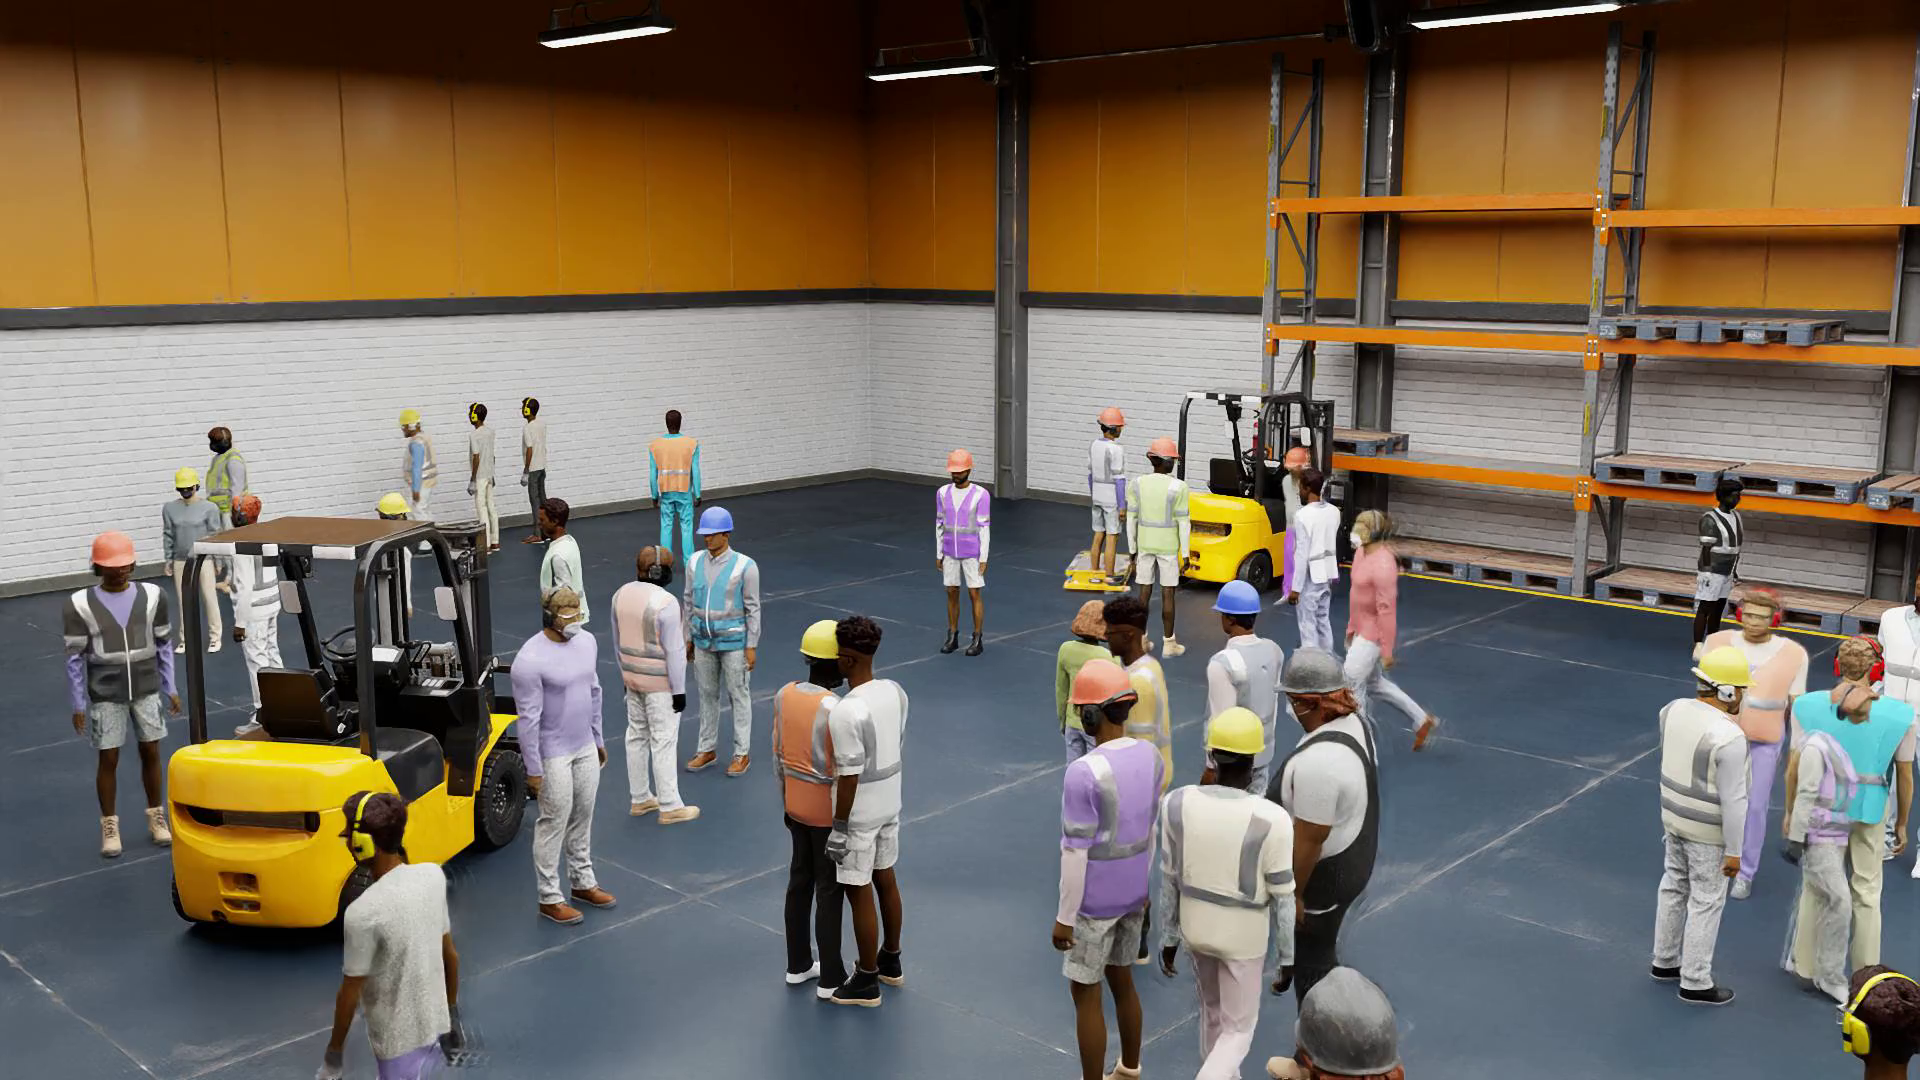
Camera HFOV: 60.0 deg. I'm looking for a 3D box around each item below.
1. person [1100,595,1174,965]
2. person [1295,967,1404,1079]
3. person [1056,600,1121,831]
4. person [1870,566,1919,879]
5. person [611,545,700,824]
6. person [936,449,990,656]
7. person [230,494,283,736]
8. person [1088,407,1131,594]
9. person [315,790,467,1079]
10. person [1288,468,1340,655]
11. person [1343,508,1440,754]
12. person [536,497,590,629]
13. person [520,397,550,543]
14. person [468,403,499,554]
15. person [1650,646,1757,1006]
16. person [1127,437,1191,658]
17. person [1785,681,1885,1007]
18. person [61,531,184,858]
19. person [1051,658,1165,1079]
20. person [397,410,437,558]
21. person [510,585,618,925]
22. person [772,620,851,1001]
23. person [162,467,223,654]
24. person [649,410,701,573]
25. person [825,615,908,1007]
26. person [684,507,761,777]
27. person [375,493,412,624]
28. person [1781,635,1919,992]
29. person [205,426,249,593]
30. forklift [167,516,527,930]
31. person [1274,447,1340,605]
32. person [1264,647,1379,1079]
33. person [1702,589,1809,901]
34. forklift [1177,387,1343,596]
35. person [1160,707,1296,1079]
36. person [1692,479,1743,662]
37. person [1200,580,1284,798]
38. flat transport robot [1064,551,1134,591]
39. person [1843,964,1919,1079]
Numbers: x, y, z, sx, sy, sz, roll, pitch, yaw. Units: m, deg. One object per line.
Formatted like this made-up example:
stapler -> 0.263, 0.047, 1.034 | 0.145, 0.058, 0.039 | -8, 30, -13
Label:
person -> 0.927, 1.259, 8.860 | 0.416, 1.946, 0.676 | 2, 10, 9
person -> 0.934, 2.031, 4.180 | 0.680, 2.000, 0.537 | -1, 10, -7
person -> 0.808, 1.171, 10.233 | 0.265, 1.632, 0.509 | -10, 14, -43
person -> 5.781, 1.065, 10.021 | 0.391, 1.922, 0.593 | -8, 13, -38
person -> -2.009, 0.944, 10.958 | 0.624, 1.838, 0.430 | 9, 13, 41
person -> 0.013, 0.115, 15.414 | 0.544, 1.930, 0.388 | 5, 11, 25
person -> -5.470, 0.577, 12.907 | 0.351, 1.882, 0.582 | 0, 10, 1
person -> 1.637, -0.429, 18.183 | 0.376, 2.043, 0.609 | -6, 11, -29
person -> -2.062, 1.808, 6.011 | 0.522, 1.844, 0.508 | 2, 10, 12
person -> 3.008, 0.347, 14.124 | 0.372, 1.914, 0.597 | 9, 13, 42
person -> 3.079, 0.706, 12.114 | 0.853, 1.914, 0.638 | 1, 10, 4
person -> -2.984, 0.630, 12.508 | 0.392, 1.919, 0.591 | -2, 10, -12
person -> -5.464, -0.890, 21.298 | 0.328, 1.873, 0.517 | 2, 10, 14
person -> -5.923, -0.761, 20.567 | 0.323, 1.871, 0.530 | 2, 10, 13
person -> 3.718, 1.419, 8.305 | 0.403, 1.819, 0.601 | -2, 10, -11
person -> 1.848, 0.066, 15.365 | 0.614, 2.039, 0.383 | 6, 11, 30
person -> 4.429, 1.510, 8.330 | 0.529, 1.619, 0.563 | -7, 12, -34
person -> -5.198, 0.945, 10.362 | 0.647, 2.041, 0.399 | -8, 13, -39
person -> 0.611, 1.512, 7.172 | 0.410, 2.029, 0.619 | 8, 13, 40
person -> -6.621, -0.690, 20.325 | 0.441, 1.808, 0.611 | -2, 10, -10
person -> -2.220, 1.190, 9.306 | 0.387, 1.927, 0.637 | 5, 11, 26
person -> -0.688, 1.348, 8.392 | 0.382, 1.924, 0.594 | -9, 13, -42
person -> -7.133, 0.191, 15.475 | 0.528, 1.760, 0.339 | 0, 10, -3
person -> -3.291, -0.548, 19.247 | 0.587, 1.911, 0.397 | 0, 10, 0
person -> -0.483, 1.342, 8.313 | 0.361, 1.963, 0.612 | 5, 11, 25
person -> -1.714, 0.720, 11.905 | 0.602, 1.949, 0.394 | 4, 11, 23
person -> -4.650, 0.491, 13.726 | 0.321, 1.769, 0.523 | -7, 12, -37
person -> 4.451, 1.396, 8.361 | 0.567, 1.840, 0.375 | 5, 11, 25
person -> -8.033, -0.337, 18.265 | 0.429, 1.831, 0.639 | -8, 13, -37
forklift -> -3.583, 0.976, 9.748 | 1.214, 2.155, 2.313 | 2, 10, 11
person -> 3.720, -0.164, 17.685 | 0.808, 1.700, 0.571 | -8, 12, -37
person -> 1.586, 1.453, 7.470 | 0.537, 2.000, 0.701 | 5, 11, 26
person -> 4.606, 1.164, 9.717 | 0.584, 1.830, 0.463 | 7, 12, 34
forklift -> 3.298, -0.608, 18.767 | 1.214, 2.155, 2.313 | 9, 13, 42
person -> 1.067, 1.634, 6.851 | 0.588, 1.901, 0.840 | 7, 12, 36
person -> 6.913, 0.279, 15.146 | 0.531, 1.693, 0.320 | -7, 12, -35
person -> 1.544, 1.185, 9.259 | 0.395, 1.945, 0.618 | 9, 13, 42
flat transport robot -> 1.589, 0.342, 18.832 | 0.652, 0.197, 1.431 | 2, 10, 11
person -> 2.448, 2.064, 4.521 | 0.510, 1.861, 0.324 | -2, 10, -11
